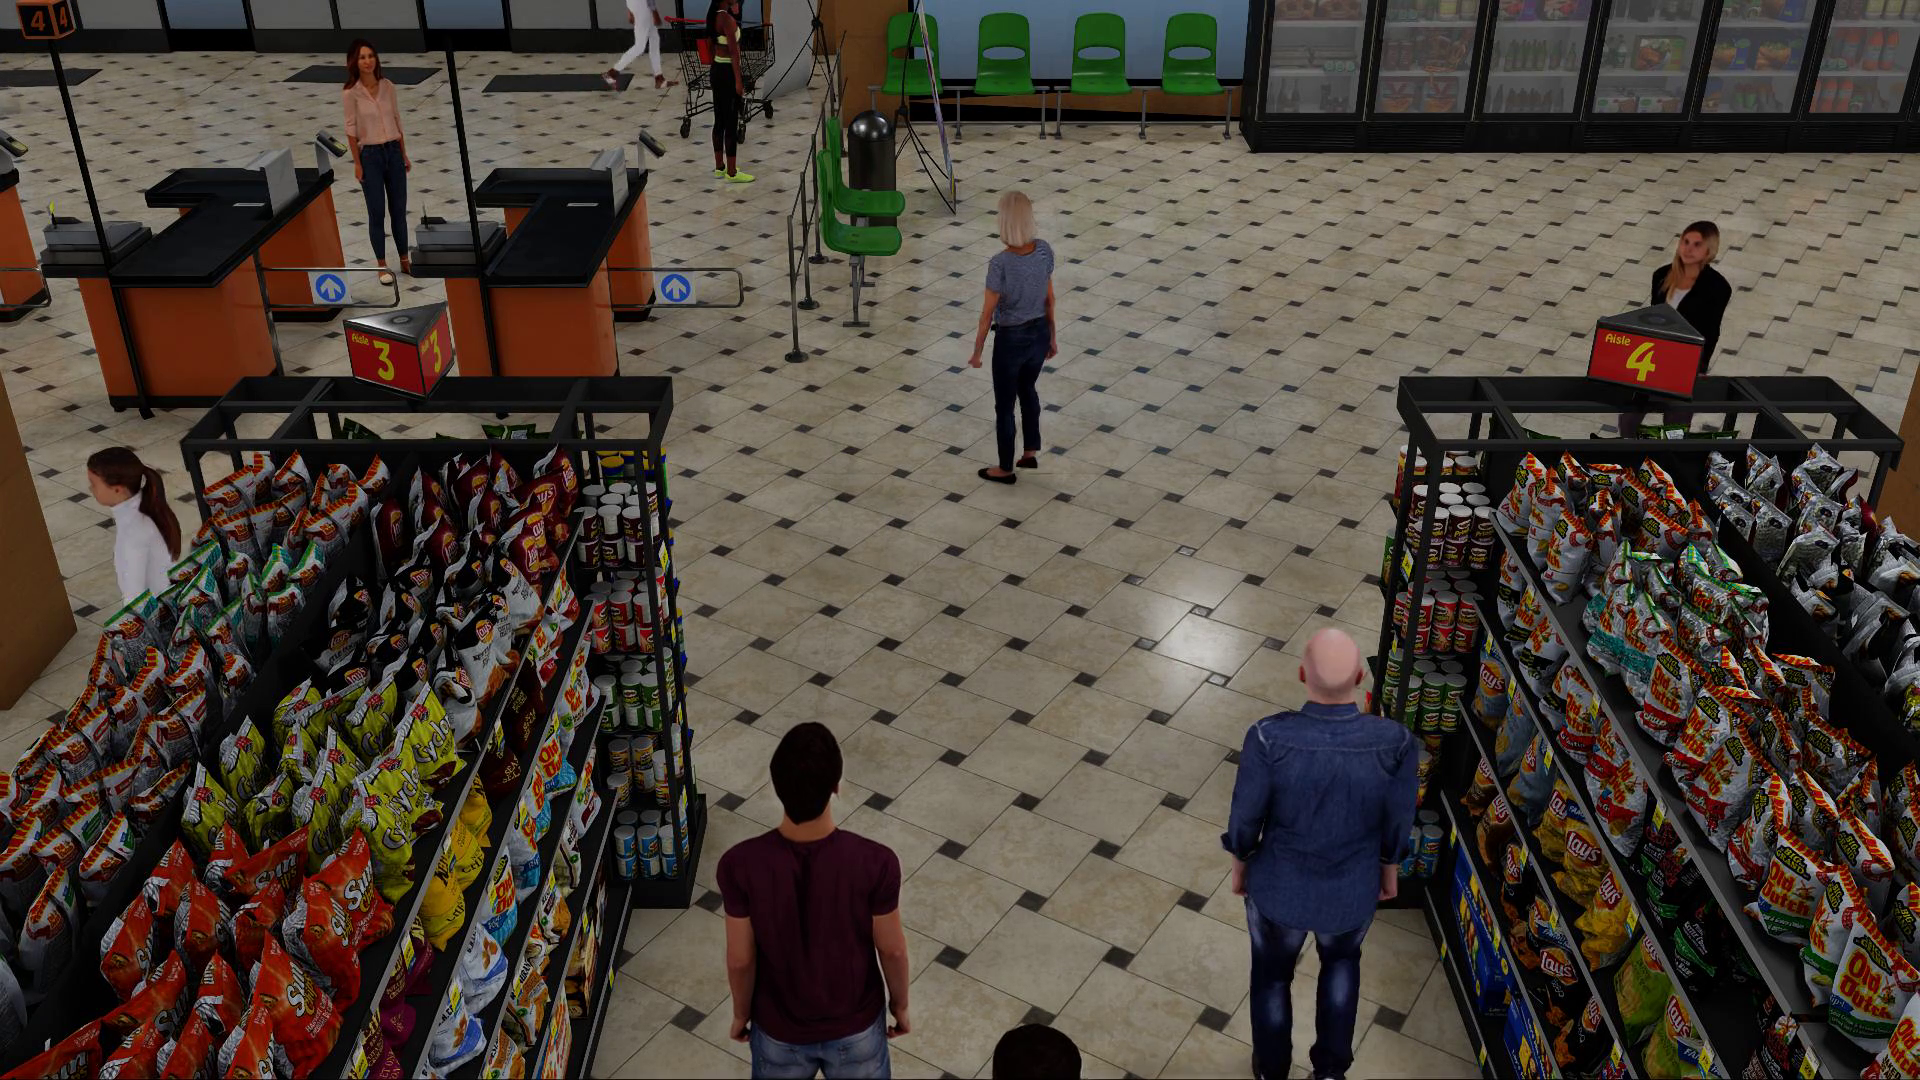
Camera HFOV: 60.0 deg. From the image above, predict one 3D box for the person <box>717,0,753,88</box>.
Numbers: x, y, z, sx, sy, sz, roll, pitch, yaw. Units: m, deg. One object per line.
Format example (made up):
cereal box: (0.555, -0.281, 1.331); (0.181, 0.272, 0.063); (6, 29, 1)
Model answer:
person: (-2.436, -5.813, 17.778); (0.832, 1.837, 0.598); (-5, 29, -10)

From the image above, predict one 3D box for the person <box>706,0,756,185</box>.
person: (-2.069, -4.042, 14.622); (0.705, 1.753, 0.610); (-18, 33, -30)

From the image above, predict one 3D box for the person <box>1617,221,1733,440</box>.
person: (3.912, -0.933, 9.027); (0.785, 1.658, 0.724); (-25, 37, -38)

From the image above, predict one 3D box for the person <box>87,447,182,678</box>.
person: (-3.180, 0.319, 6.862); (0.772, 1.534, 0.852); (-12, 31, -21)

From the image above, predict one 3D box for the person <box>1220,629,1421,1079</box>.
person: (1.100, 1.111, 5.116); (0.726, 1.817, 0.715); (1, 29, 2)

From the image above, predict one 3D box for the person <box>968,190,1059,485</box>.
person: (0.382, -1.085, 9.248); (0.779, 1.713, 0.802); (-23, 36, -35)

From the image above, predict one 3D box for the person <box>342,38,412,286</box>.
person: (-4.303, -2.810, 12.324); (0.666, 1.792, 0.720); (-24, 37, -37)

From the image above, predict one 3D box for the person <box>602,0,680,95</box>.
person: (-3.402, -5.494, 17.341); (1.021, 1.696, 1.124); (-16, 32, -27)

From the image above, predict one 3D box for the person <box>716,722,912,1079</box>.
person: (-0.403, 1.323, 4.694); (0.663, 1.851, 0.524); (-1, 29, -2)
